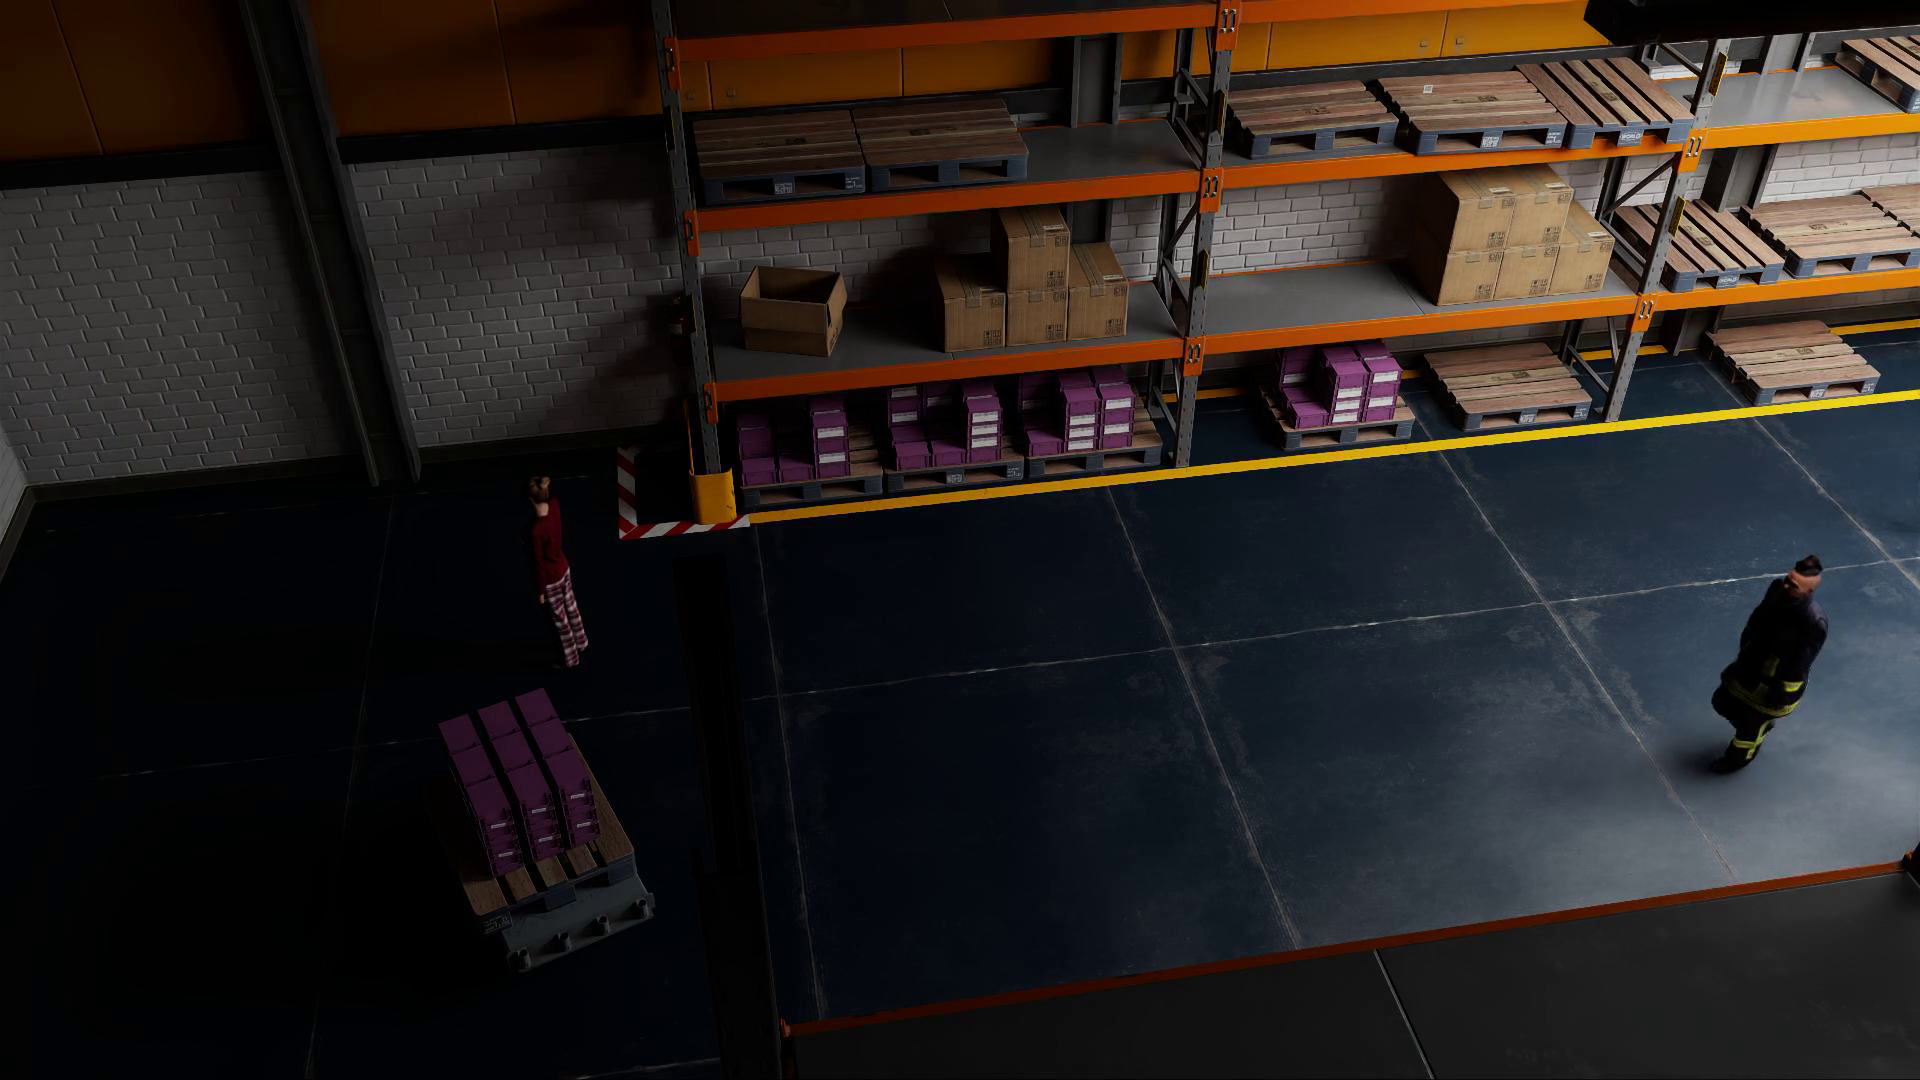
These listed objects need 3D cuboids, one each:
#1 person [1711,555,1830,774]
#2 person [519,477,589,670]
[{"bbox_3d":[5.500,0.835,11.104,0.811,1.849,0.786,-8,39,-9],"label":"person"},{"bbox_3d":[-2.949,0.224,11.991,0.613,1.696,0.675,6,39,7],"label":"person"}]
